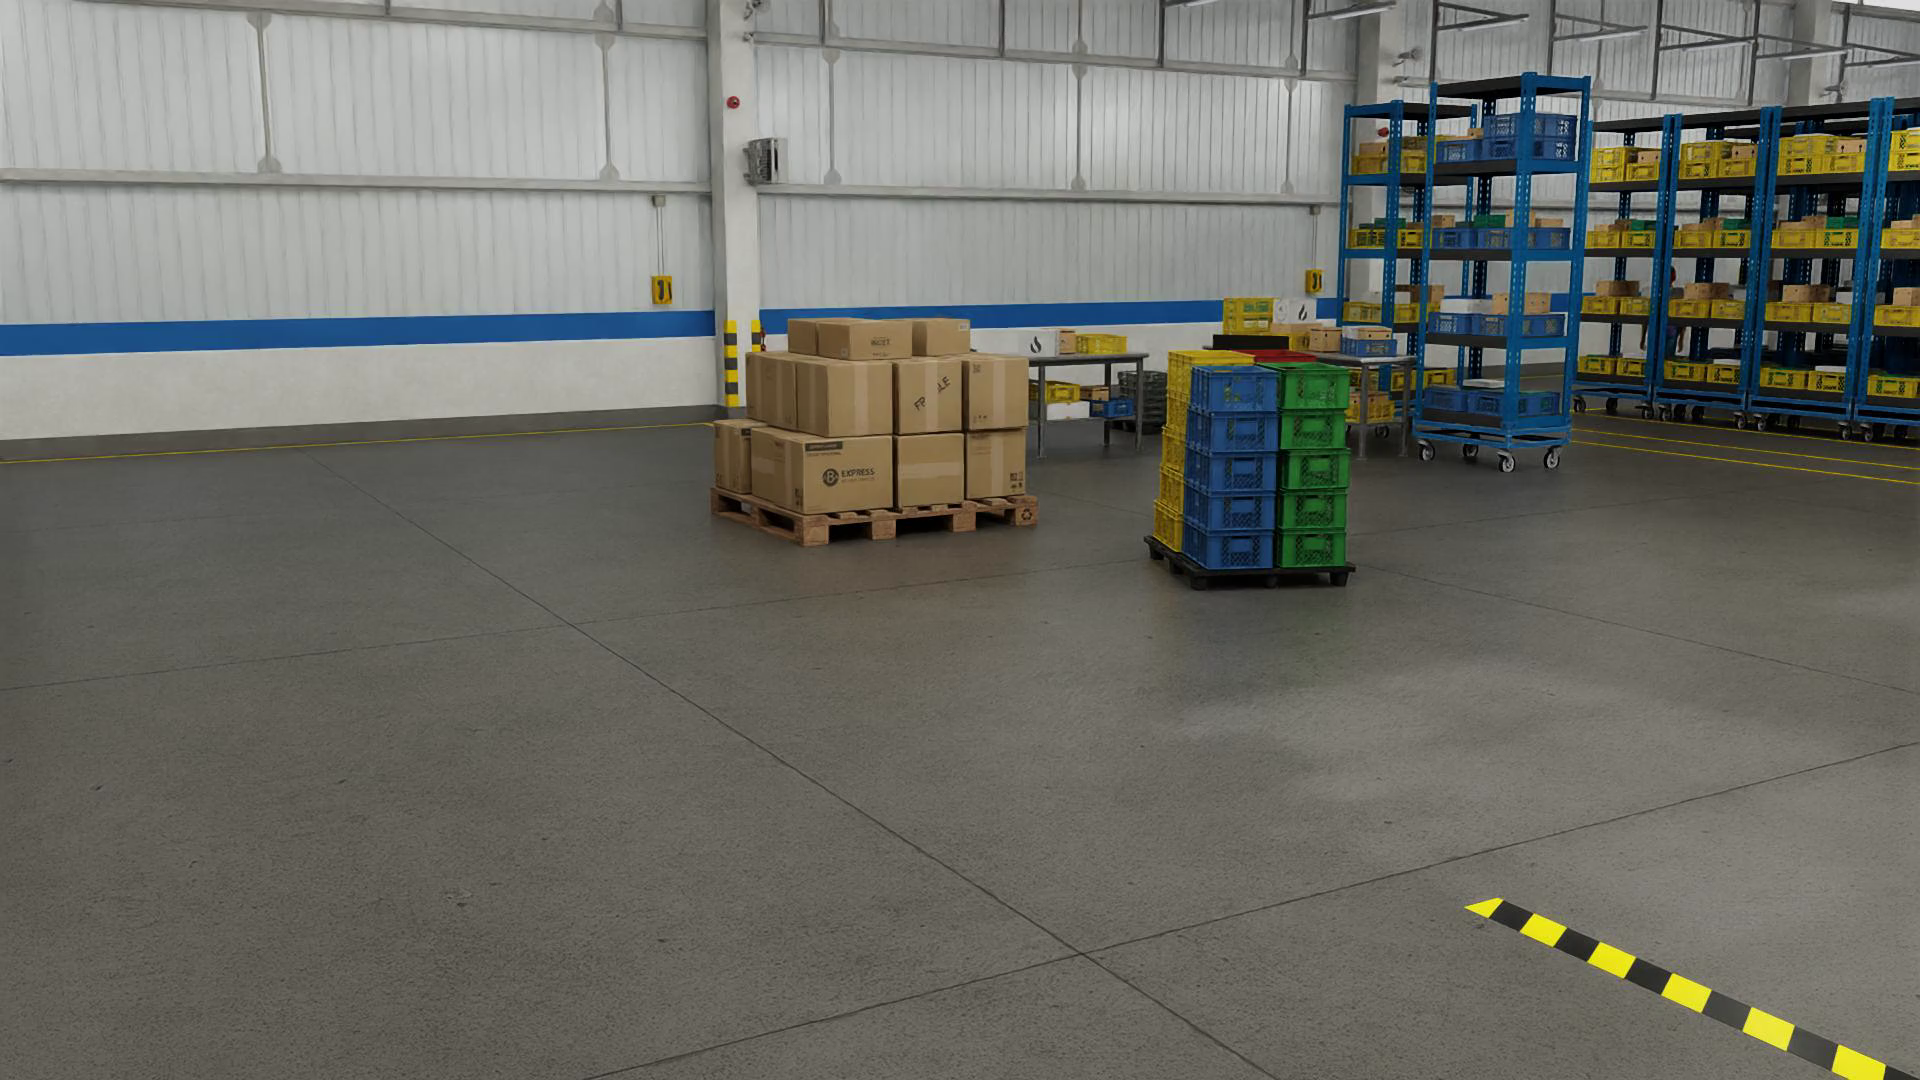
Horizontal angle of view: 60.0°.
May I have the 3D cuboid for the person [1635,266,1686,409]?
[{"bbox_3d":[8.965,-2.578,21.196,0.388,1.847,0.563,-9,14,-43],"label":"person"}]
